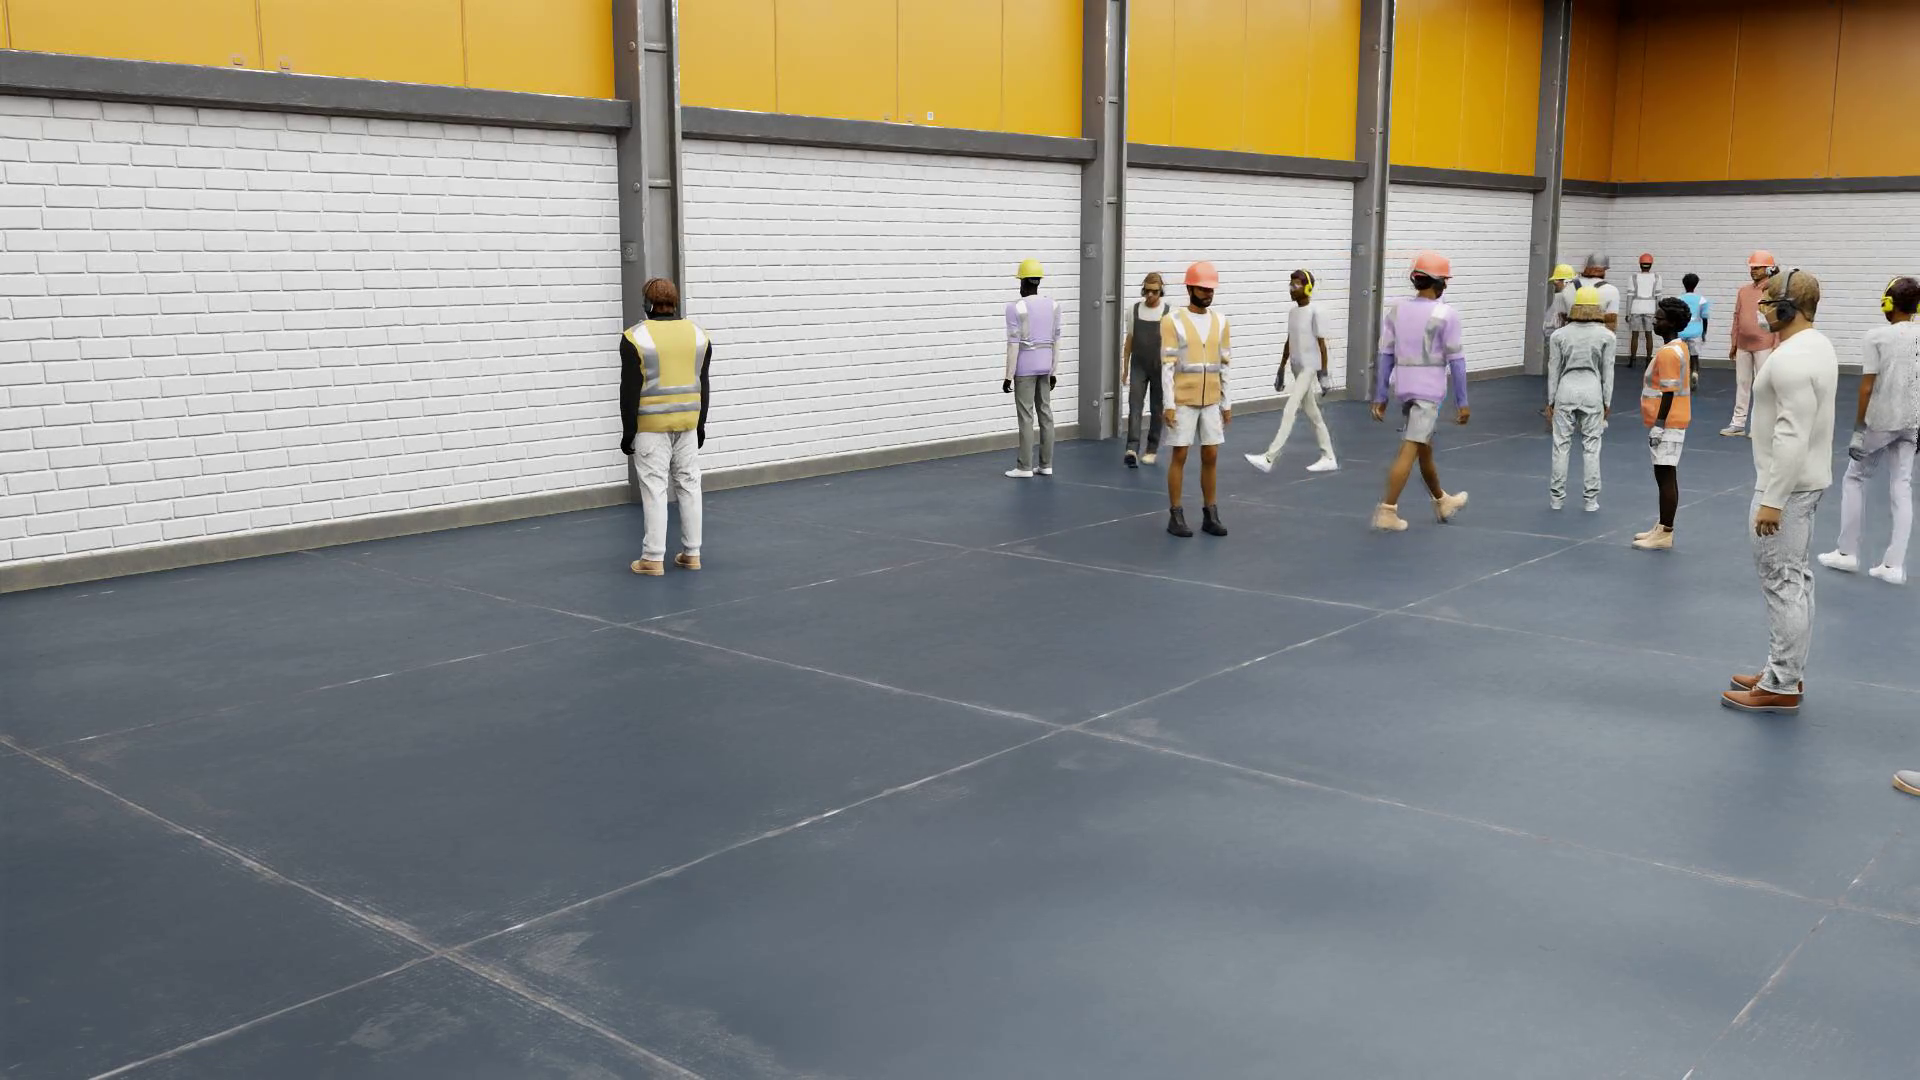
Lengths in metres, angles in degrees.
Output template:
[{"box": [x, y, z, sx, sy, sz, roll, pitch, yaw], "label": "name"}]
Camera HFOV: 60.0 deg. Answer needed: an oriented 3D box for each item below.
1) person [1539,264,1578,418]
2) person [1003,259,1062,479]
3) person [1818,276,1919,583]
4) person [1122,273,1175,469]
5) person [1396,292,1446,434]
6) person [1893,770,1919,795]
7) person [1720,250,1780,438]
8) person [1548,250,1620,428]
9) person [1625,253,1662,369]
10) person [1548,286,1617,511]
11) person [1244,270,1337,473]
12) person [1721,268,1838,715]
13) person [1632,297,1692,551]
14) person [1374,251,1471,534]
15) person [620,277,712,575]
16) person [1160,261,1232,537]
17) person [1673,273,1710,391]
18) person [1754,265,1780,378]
[{"box": [7.189, -2.377, 19.915, 0.404, 1.831, 0.588, 2, 10, 10], "label": "person"}, {"box": [0.622, -1.502, 14.655, 0.585, 1.927, 0.366, -7, 12, -36], "label": "person"}, {"box": [5.673, -0.688, 10.251, 0.576, 1.841, 0.759, -1, 10, -3], "label": "person"}, {"box": [1.723, -1.542, 15.272, 0.529, 1.786, 0.987, 2, 10, 14], "label": "person"}, {"box": [5.078, -2.067, 18.128, 0.395, 1.838, 0.564, -2, 10, -13], "label": "person"}, {"box": [3.744, 0.026, 6.082, 0.574, 1.883, 0.355, -7, 12, -35], "label": "person"}, {"box": [8.489, -2.079, 17.747, 0.379, 1.996, 0.611, -5, 11, -28], "label": "person"}, {"box": [6.966, -2.234, 18.500, 0.895, 2.000, 0.684, -10, 14, -44], "label": "person"}, {"box": [11.499, -3.851, 28.005, 0.551, 1.934, 0.373, 3, 10, 15], "label": "person"}, {"box": [4.800, -1.092, 12.874, 0.481, 1.734, 0.333, 4, 11, 22], "label": "person"}, {"box": [3.016, -1.504, 14.960, 0.991, 1.819, 0.553, -3, 10, -16], "label": "person"}, {"box": [3.602, -0.209, 7.265, 0.353, 1.936, 0.635, 7, 12, 33], "label": "person"}, {"box": [4.740, -0.779, 11.190, 0.318, 1.700, 0.535, 5, 11, 26], "label": "person"}, {"box": [3.368, -1.055, 11.919, 1.061, 1.987, 0.632, -6, 12, -32], "label": "person"}, {"box": [-1.845, -0.702, 10.347, 0.627, 1.844, 0.429, -9, 13, -41], "label": "person"}, {"box": [1.671, -0.984, 11.691, 0.545, 1.936, 0.382, -3, 10, -18], "label": "person"}, {"box": [10.062, -2.845, 23.004, 0.537, 1.686, 0.520, 3, 10, 16], "label": "person"}, {"box": [11.882, -3.162, 24.487, 0.637, 1.810, 0.885, 4, 11, 20], "label": "person"}]
